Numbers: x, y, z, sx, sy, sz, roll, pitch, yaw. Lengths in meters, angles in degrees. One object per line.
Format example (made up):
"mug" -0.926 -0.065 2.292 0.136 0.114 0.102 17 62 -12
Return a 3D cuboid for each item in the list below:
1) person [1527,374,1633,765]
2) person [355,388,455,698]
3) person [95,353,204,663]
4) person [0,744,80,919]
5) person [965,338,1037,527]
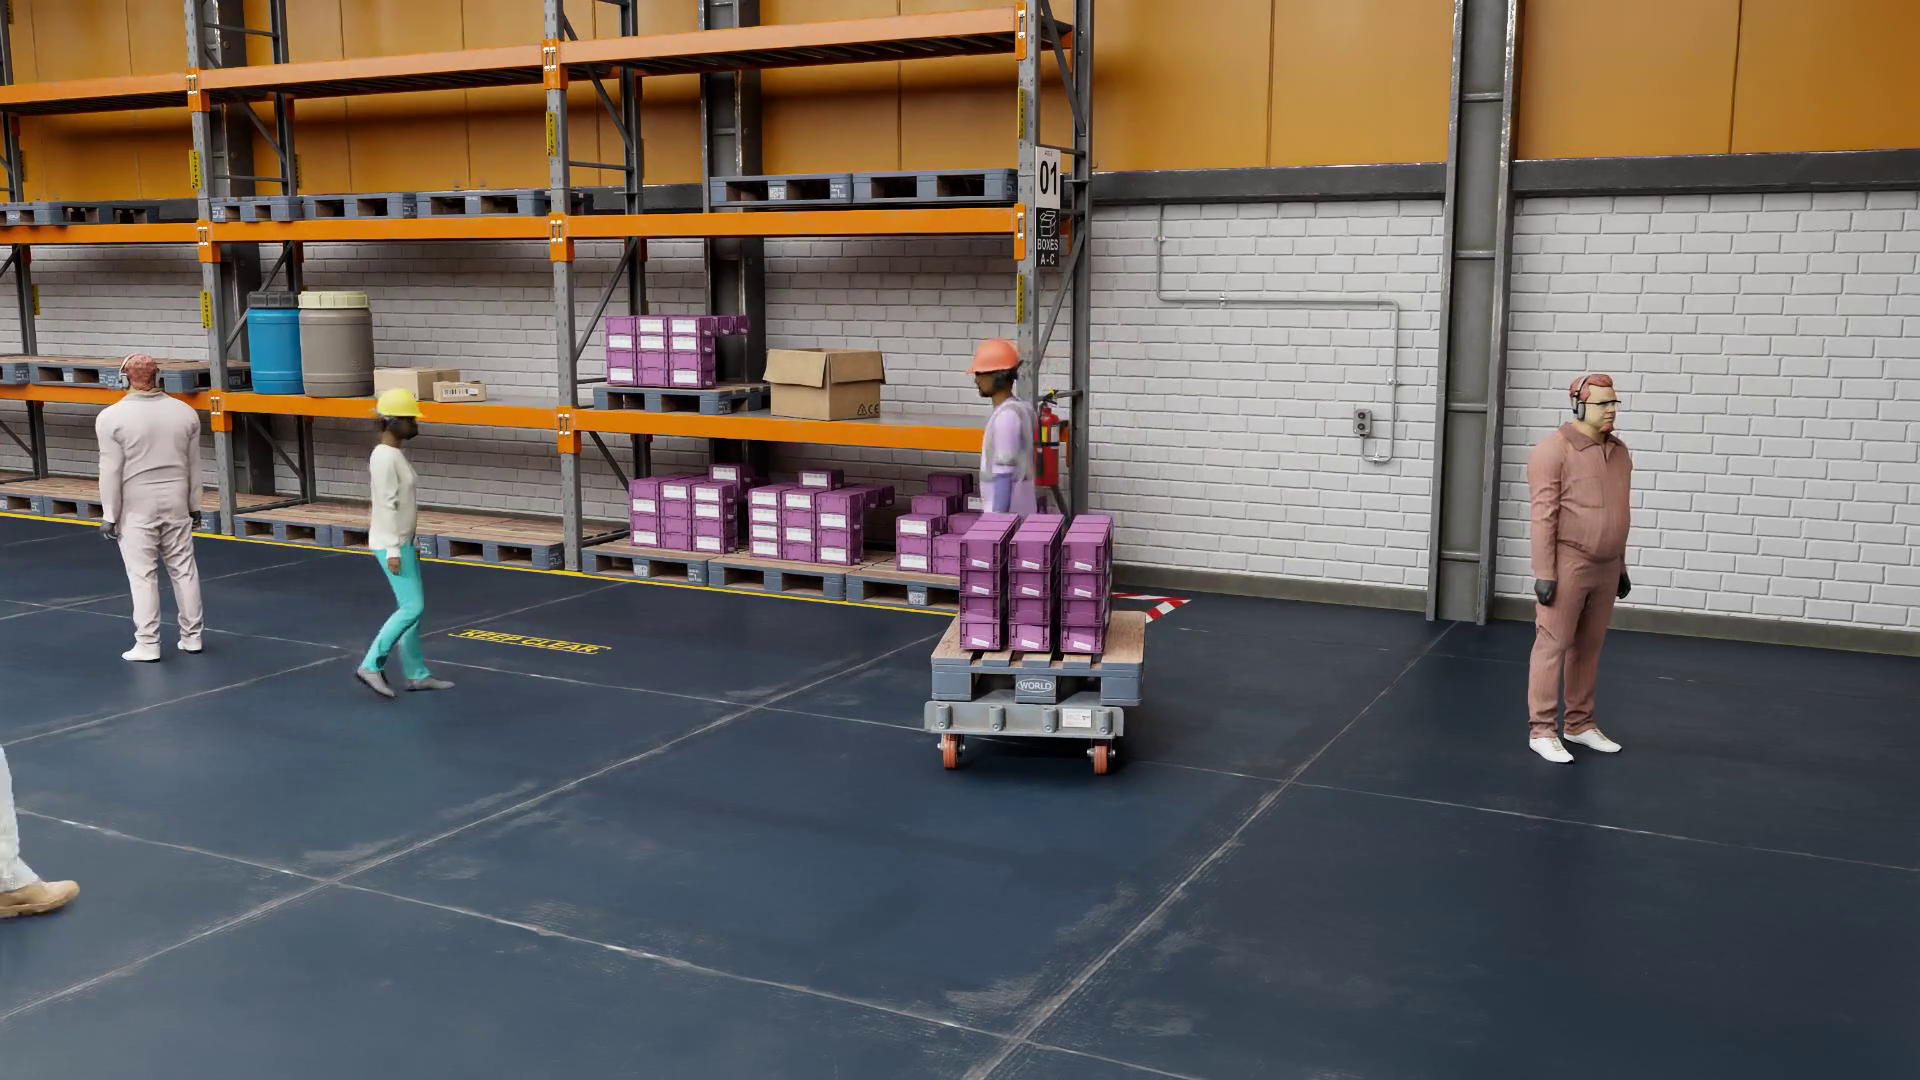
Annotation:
"person" 3.087 0.136 8.224 0.638 1.910 0.407 -5 11 -31
"person" -3.139 0.026 9.353 0.449 1.756 0.567 -2 9 -10
"person" -5.015 -0.200 10.295 0.401 1.907 0.646 7 11 35
"person" -3.667 0.512 6.159 0.756 1.819 0.654 -6 11 -31
"person" 0.263 -0.148 9.633 0.475 2.028 0.607 0 9 1
